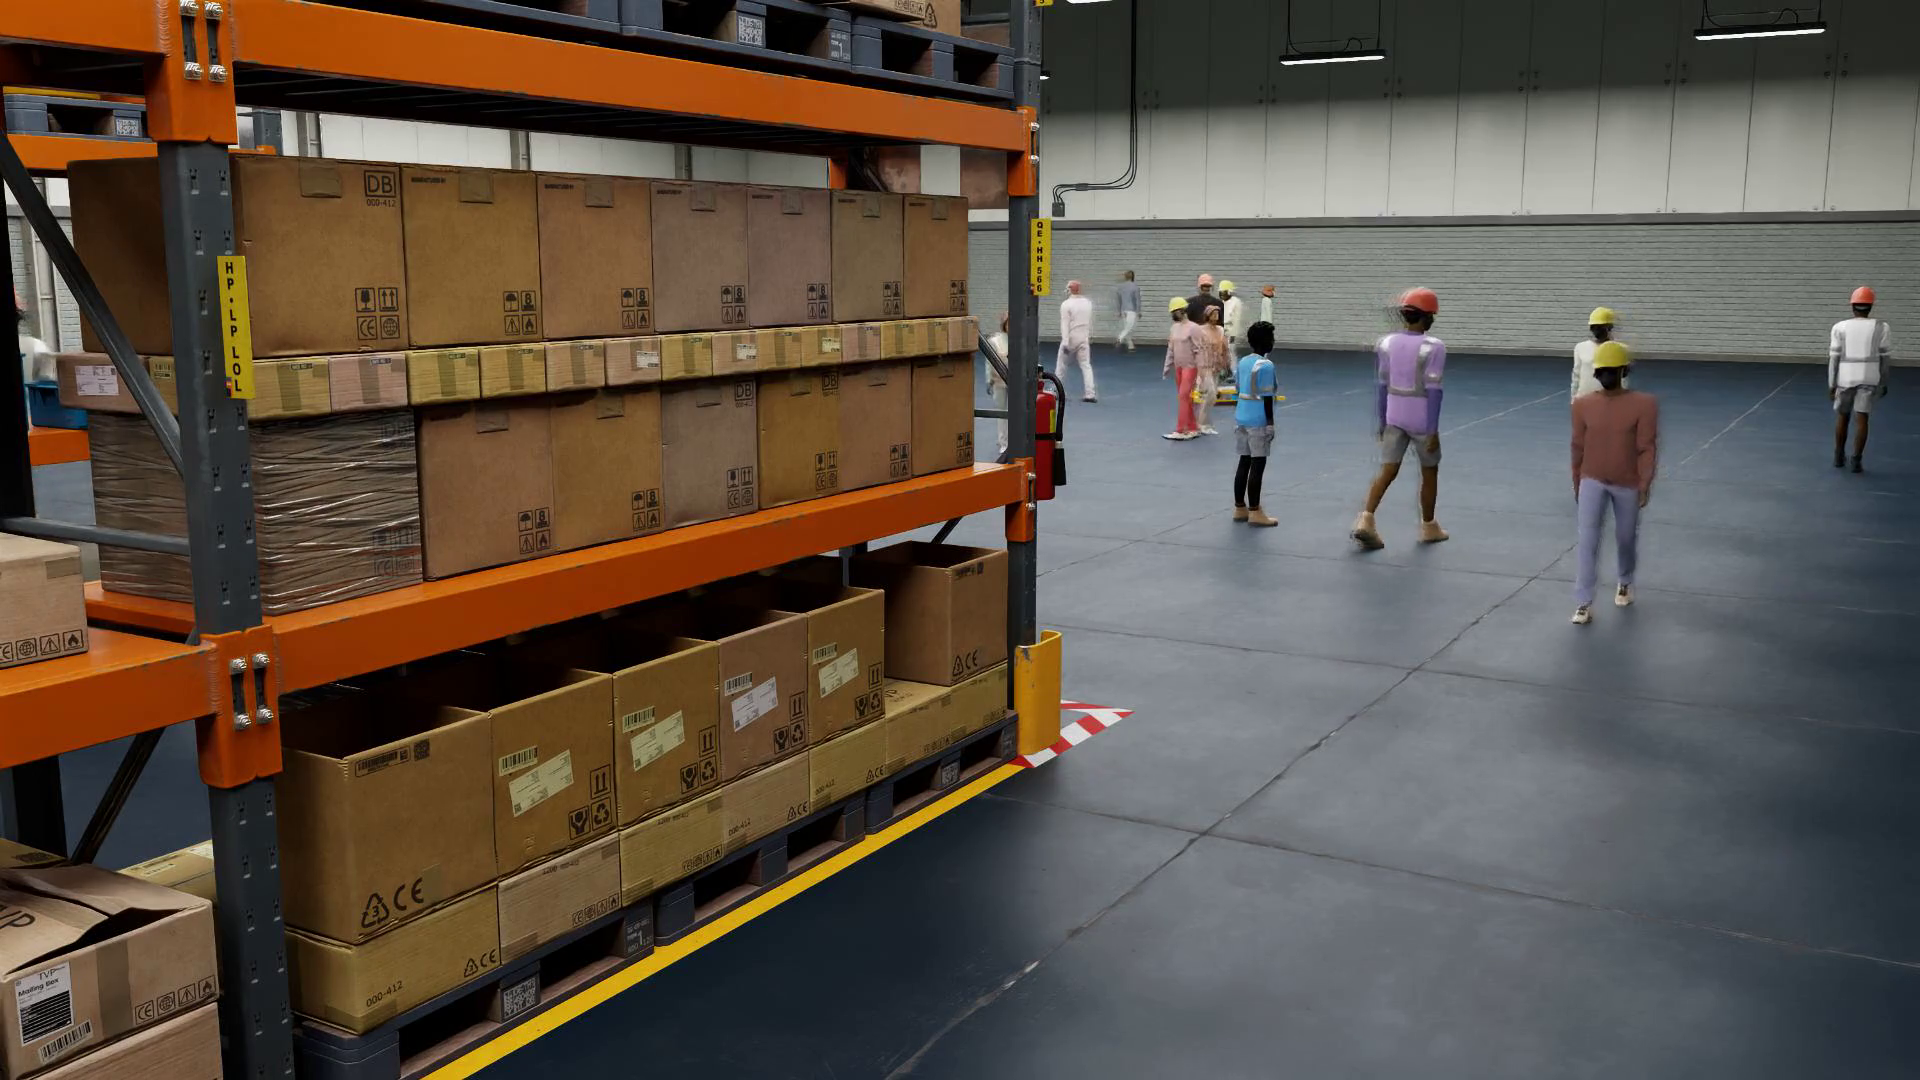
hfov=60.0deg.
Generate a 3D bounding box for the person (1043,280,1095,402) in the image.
[{"bbox_3d":[1.711,-3.041,25.497,0.650,1.854,1.005,-8,12,-38],"label":"person"}]

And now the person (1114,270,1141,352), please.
[{"bbox_3d":[3.860,-5.276,38.399,0.762,1.924,0.636,-7,12,-37],"label":"person"}]

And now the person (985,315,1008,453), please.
[{"bbox_3d":[0.542,-1.714,18.508,0.517,1.585,0.889,0,10,2],"label":"person"}]

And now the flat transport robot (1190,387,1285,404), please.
[{"bbox_3d":[4.156,-2.212,25.265,1.431,0.197,0.652,-4,10,-22],"label":"flat transport robot"}]

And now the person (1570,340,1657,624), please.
[{"bbox_3d":[4.049,-0.386,10.327,0.518,1.724,0.890,5,11,28],"label":"person"}]

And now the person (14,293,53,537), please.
[{"bbox_3d":[-7.013,-0.867,12.334,0.969,2.016,0.610,6,11,32],"label":"person"}]

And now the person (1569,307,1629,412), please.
[{"bbox_3d":[6.131,-1.354,15.925,0.529,1.751,0.598,9,13,43],"label":"person"}]

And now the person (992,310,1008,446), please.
[{"bbox_3d":[0.629,-1.940,19.774,0.506,1.604,0.737,7,12,34],"label":"person"}]

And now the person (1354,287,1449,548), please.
[{"bbox_3d":[3.404,-0.927,12.691,1.003,2.005,0.618,-8,12,-38],"label":"person"}]

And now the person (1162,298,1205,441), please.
[{"bbox_3d":[2.669,-2.060,20.132,0.709,1.720,0.587,-5,11,-29],"label":"person"}]

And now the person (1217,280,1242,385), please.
[{"bbox_3d":[4.629,-3.589,28.812,0.436,1.811,0.612,-6,12,-34],"label":"person"}]

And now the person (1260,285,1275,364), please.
[{"bbox_3d":[6.384,-4.479,34.554,0.267,1.632,0.507,-1,10,-4],"label":"person"}]

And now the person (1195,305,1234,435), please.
[{"bbox_3d":[3.124,-2.105,20.698,0.412,1.624,0.531,10,14,44],"label":"person"}]

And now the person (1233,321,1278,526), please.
[{"bbox_3d":[2.463,-0.967,13.806,0.317,1.695,0.540,-3,10,-16],"label":"person"}]

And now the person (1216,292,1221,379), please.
[{"bbox_3d":[4.746,-3.729,30.065,0.526,1.663,0.742,4,10,21],"label":"person"}]

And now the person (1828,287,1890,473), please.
[{"bbox_3d":[9.324,-1.660,17.273,0.552,1.932,0.577,6,12,34],"label":"person"}]

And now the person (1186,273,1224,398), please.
[{"bbox_3d":[3.685,-3.019,25.012,0.636,1.973,0.726,-1,10,-7],"label":"person"}]
